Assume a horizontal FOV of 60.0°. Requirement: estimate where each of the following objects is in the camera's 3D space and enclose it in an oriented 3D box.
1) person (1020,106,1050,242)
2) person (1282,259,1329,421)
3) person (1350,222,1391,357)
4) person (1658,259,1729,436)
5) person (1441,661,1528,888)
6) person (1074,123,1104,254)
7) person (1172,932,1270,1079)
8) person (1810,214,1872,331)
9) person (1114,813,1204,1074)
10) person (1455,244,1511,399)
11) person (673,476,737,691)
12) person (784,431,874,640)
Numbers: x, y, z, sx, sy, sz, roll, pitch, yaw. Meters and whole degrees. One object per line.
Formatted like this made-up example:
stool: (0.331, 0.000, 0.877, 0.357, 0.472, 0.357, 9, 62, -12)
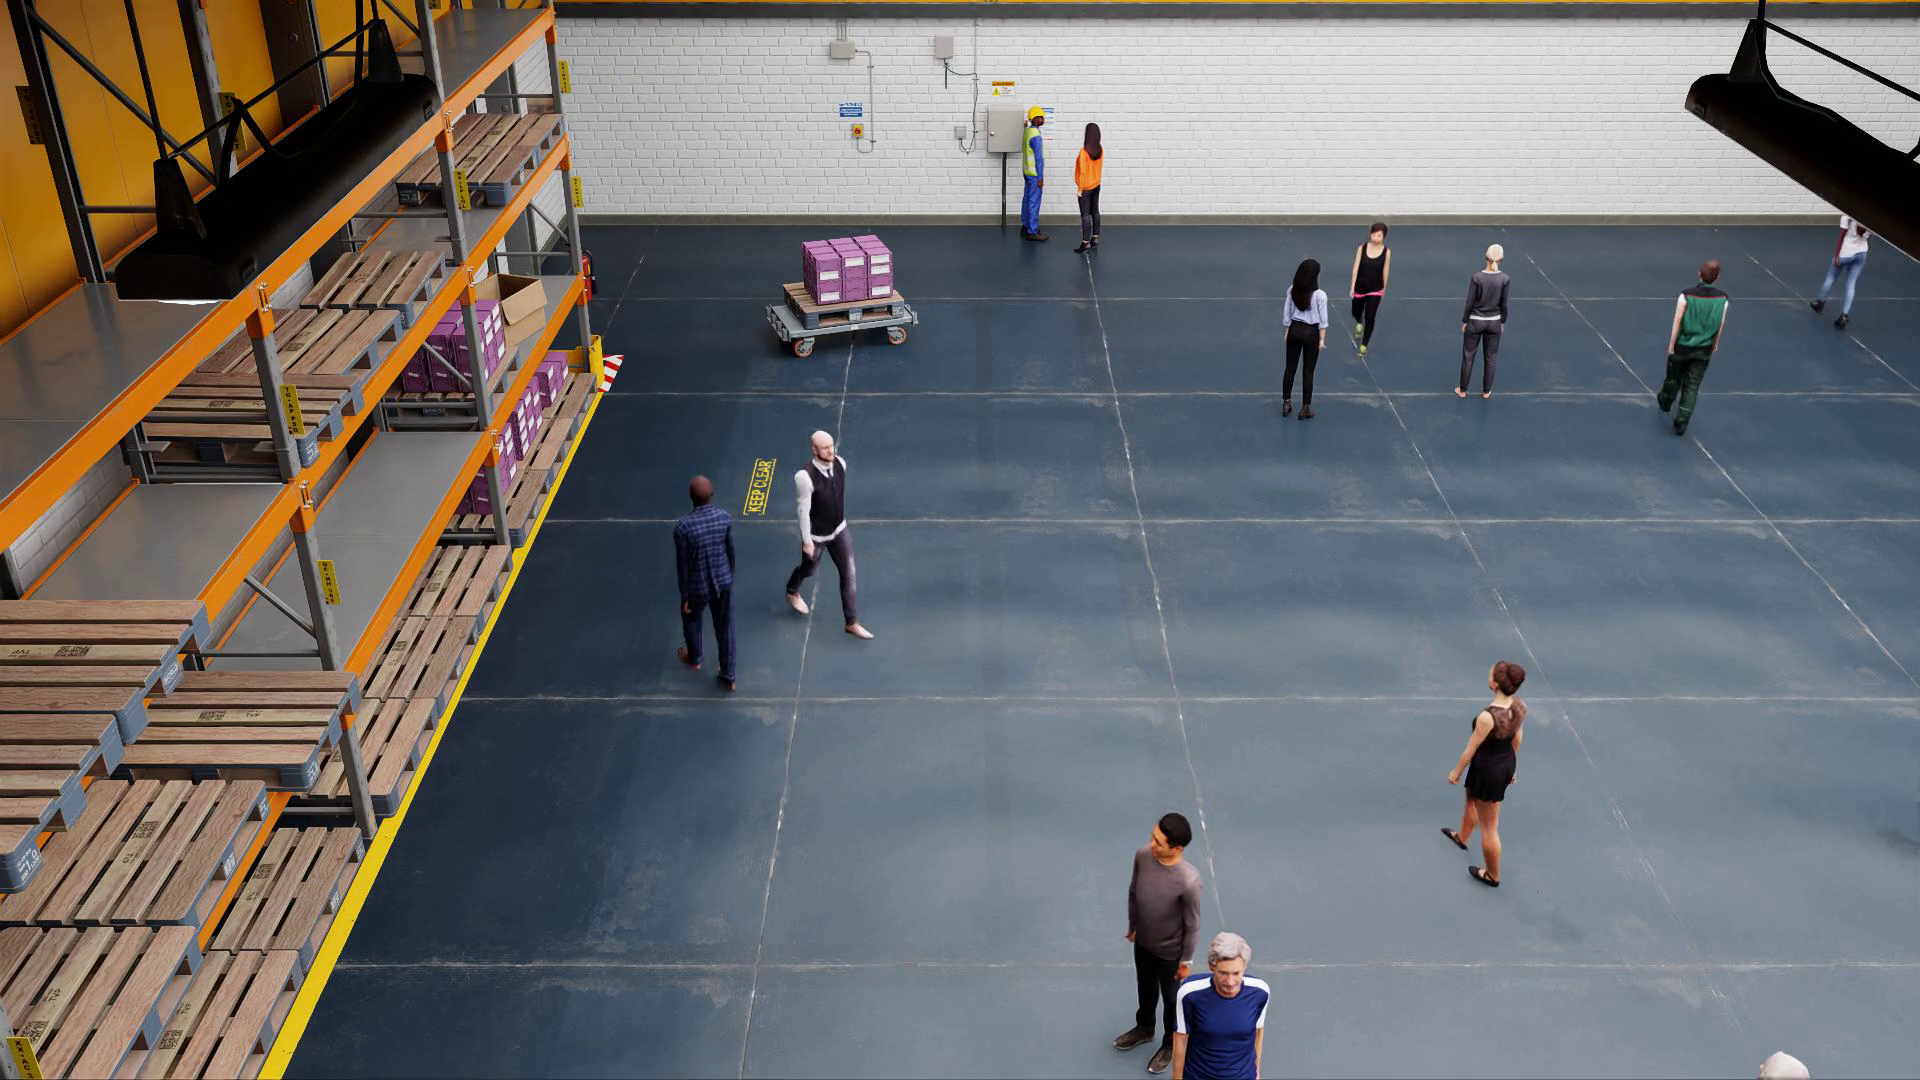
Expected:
person: (1.013, -5.034, 22.773, 0.771, 1.813, 0.587, -7, 29, -12)
person: (3.606, -2.118, 17.500, 0.728, 1.743, 0.753, 20, 34, 32)
person: (4.728, -2.943, 19.234, 0.770, 1.531, 1.033, 10, 30, 18)
person: (7.558, -1.960, 17.141, 0.825, 1.809, 1.104, 7, 29, 12)
person: (3.524, 1.562, 10.846, 0.828, 1.655, 0.925, -20, 35, -33)
person: (1.732, -4.720, 22.265, 0.768, 1.748, 0.687, 21, 35, 33)
person: (1.312, 2.725, 8.523, 0.658, 1.839, 0.591, -4, 29, -6)
person: (10.638, -3.337, 19.791, 0.620, 1.690, 0.991, 2, 29, 3)
person: (1.160, 2.263, 9.444, 0.767, 1.766, 0.685, 5, 29, 9)
person: (5.667, -2.368, 17.977, 0.636, 1.726, 0.552, 3, 29, 6)
person: (-1.911, 0.373, 12.879, 0.951, 1.796, 1.073, -16, 33, -27)
person: (-1.179, -0.071, 13.707, 1.283, 1.782, 1.250, 24, 37, 37)
